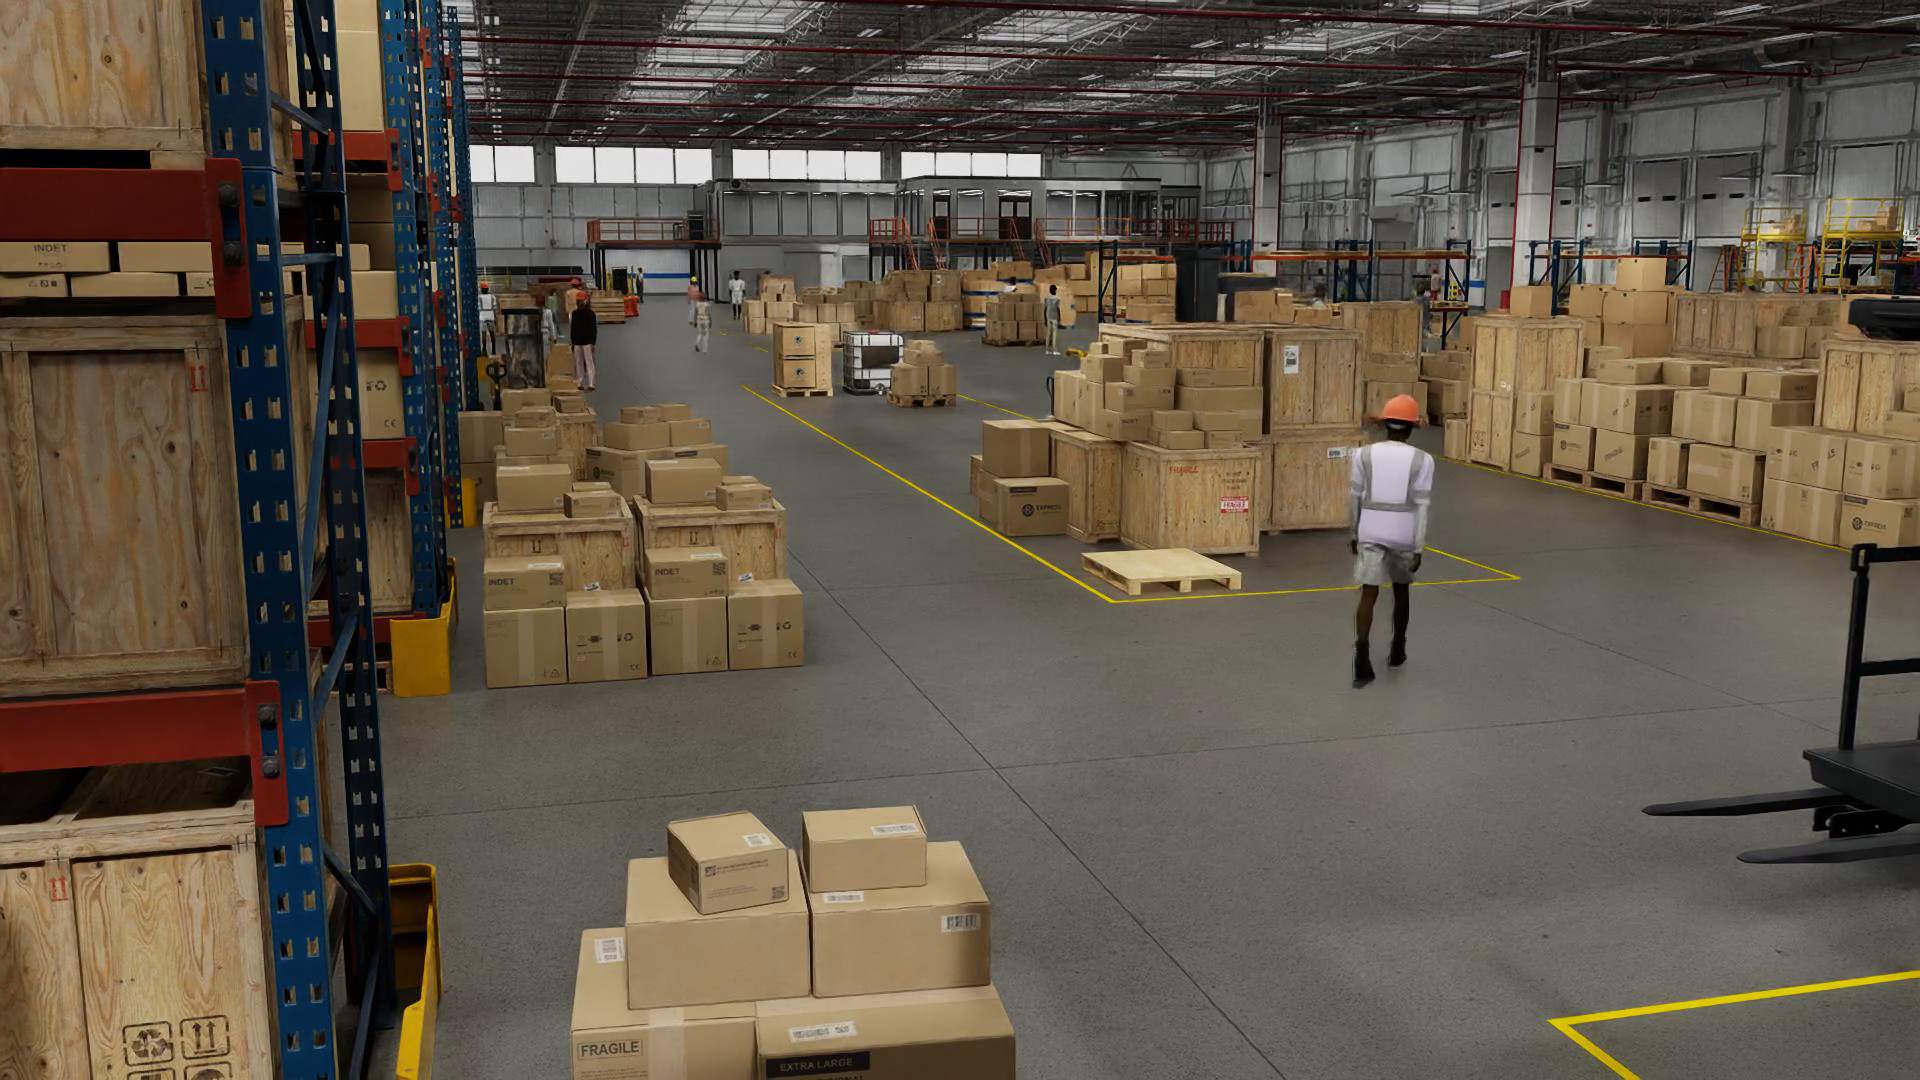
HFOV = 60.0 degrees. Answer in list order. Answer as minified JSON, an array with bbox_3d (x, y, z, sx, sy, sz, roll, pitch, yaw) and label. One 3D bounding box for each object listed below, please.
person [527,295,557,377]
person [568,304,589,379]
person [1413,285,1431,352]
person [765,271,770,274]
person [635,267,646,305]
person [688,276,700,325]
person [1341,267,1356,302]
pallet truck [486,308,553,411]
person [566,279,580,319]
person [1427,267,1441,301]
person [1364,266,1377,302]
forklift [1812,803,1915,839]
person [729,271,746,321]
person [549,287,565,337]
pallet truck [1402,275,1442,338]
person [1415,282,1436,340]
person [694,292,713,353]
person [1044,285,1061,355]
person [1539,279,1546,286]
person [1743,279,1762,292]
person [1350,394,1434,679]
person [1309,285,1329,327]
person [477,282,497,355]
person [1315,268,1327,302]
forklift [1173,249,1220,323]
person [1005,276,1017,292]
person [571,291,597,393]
[{"bbox_3d":[-8.983,-4.322,35.609,0.561,1.838,0.967,4,11,23],"label":"person"},{"bbox_3d":[-8.225,-4.319,36.034,0.549,1.673,0.697,1,10,3],"label":"person"},{"bbox_3d":[11.015,-5.131,39.894,0.634,1.940,0.367,-9,14,-43],"label":"person"},{"bbox_3d":[-7.926,-10.111,68.276,0.587,1.880,0.916,-1,10,-4],"label":"person"},{"bbox_3d":[-15.754,-12.496,81.874,0.505,1.842,0.345,8,13,37],"label":"person"},{"bbox_3d":[-9.774,-8.798,61.146,0.329,1.767,0.529,9,14,42],"label":"person"},{"bbox_3d":[18.229,-11.876,78.190,0.878,1.915,0.550,4,11,24],"label":"person"},{"bbox_3d":[-6.242,-2.418,24.362,0.823,1.965,1.885,1,10,3],"label":"pallet truck"},{"bbox_3d":[-11.464,-6.839,49.673,0.570,1.891,0.941,0,10,-2],"label":"person"},{"bbox_3d":[21.011,-11.143,73.831,0.659,1.968,0.774,1,10,3],"label":"person"},{"bbox_3d":[20.009,-12.396,81.032,0.625,1.936,0.526,-3,10,-16],"label":"person"},{"bbox_3d":[5.188,0.109,7.557,1.873,2.768,1.129,-3,10,-15],"label":"forklift"},{"bbox_3d":[-8.583,-9.390,64.069,0.628,1.908,1.013,-1,10,-7],"label":"person"},{"bbox_3d":[-12.908,-7.199,52.579,0.726,1.594,0.534,1,10,6],"label":"person"},{"bbox_3d":[14.620,-7.324,52.145,0.823,1.965,1.885,8,13,40],"label":"pallet truck"},{"bbox_3d":[14.149,-6.940,50.556,0.981,1.786,0.661,-4,11,-20],"label":"person"},{"bbox_3d":[-6.901,-5.844,44.793,0.512,1.629,0.361,3,10,16],"label":"person"},{"bbox_3d":[2.463,-5.829,44.082,0.509,1.860,0.333,7,12,34],"label":"person"},{"bbox_3d":[16.730,-6.553,47.976,0.458,1.928,0.655,-1,10,-8],"label":"person"},{"bbox_3d":[24.371,-7.096,51.217,0.617,1.869,0.990,1,10,6],"label":"person"},{"bbox_3d":[2.854,-0.022,11.102,0.547,1.901,0.927,4,11,20],"label":"person"},{"bbox_3d":[8.422,-5.001,38.870,1.059,2.000,0.691,-2,10,-9],"label":"person"},{"bbox_3d":[-12.550,-5.866,44.060,0.544,1.939,0.355,-6,12,-31],"label":"person"},{"bbox_3d":[17.215,-12.066,79.478,0.623,1.835,0.431,10,14,44],"label":"person"},{"bbox_3d":[3.333,-2.752,23.756,1.873,2.768,1.129,-3,10,-15],"label":"forklift"},{"bbox_3d":[1.663,-7.827,55.306,0.881,1.894,0.605,-6,11,-29],"label":"person"},{"bbox_3d":[-7.404,-3.883,32.663,0.608,1.997,0.374,5,11,28],"label":"person"}]
